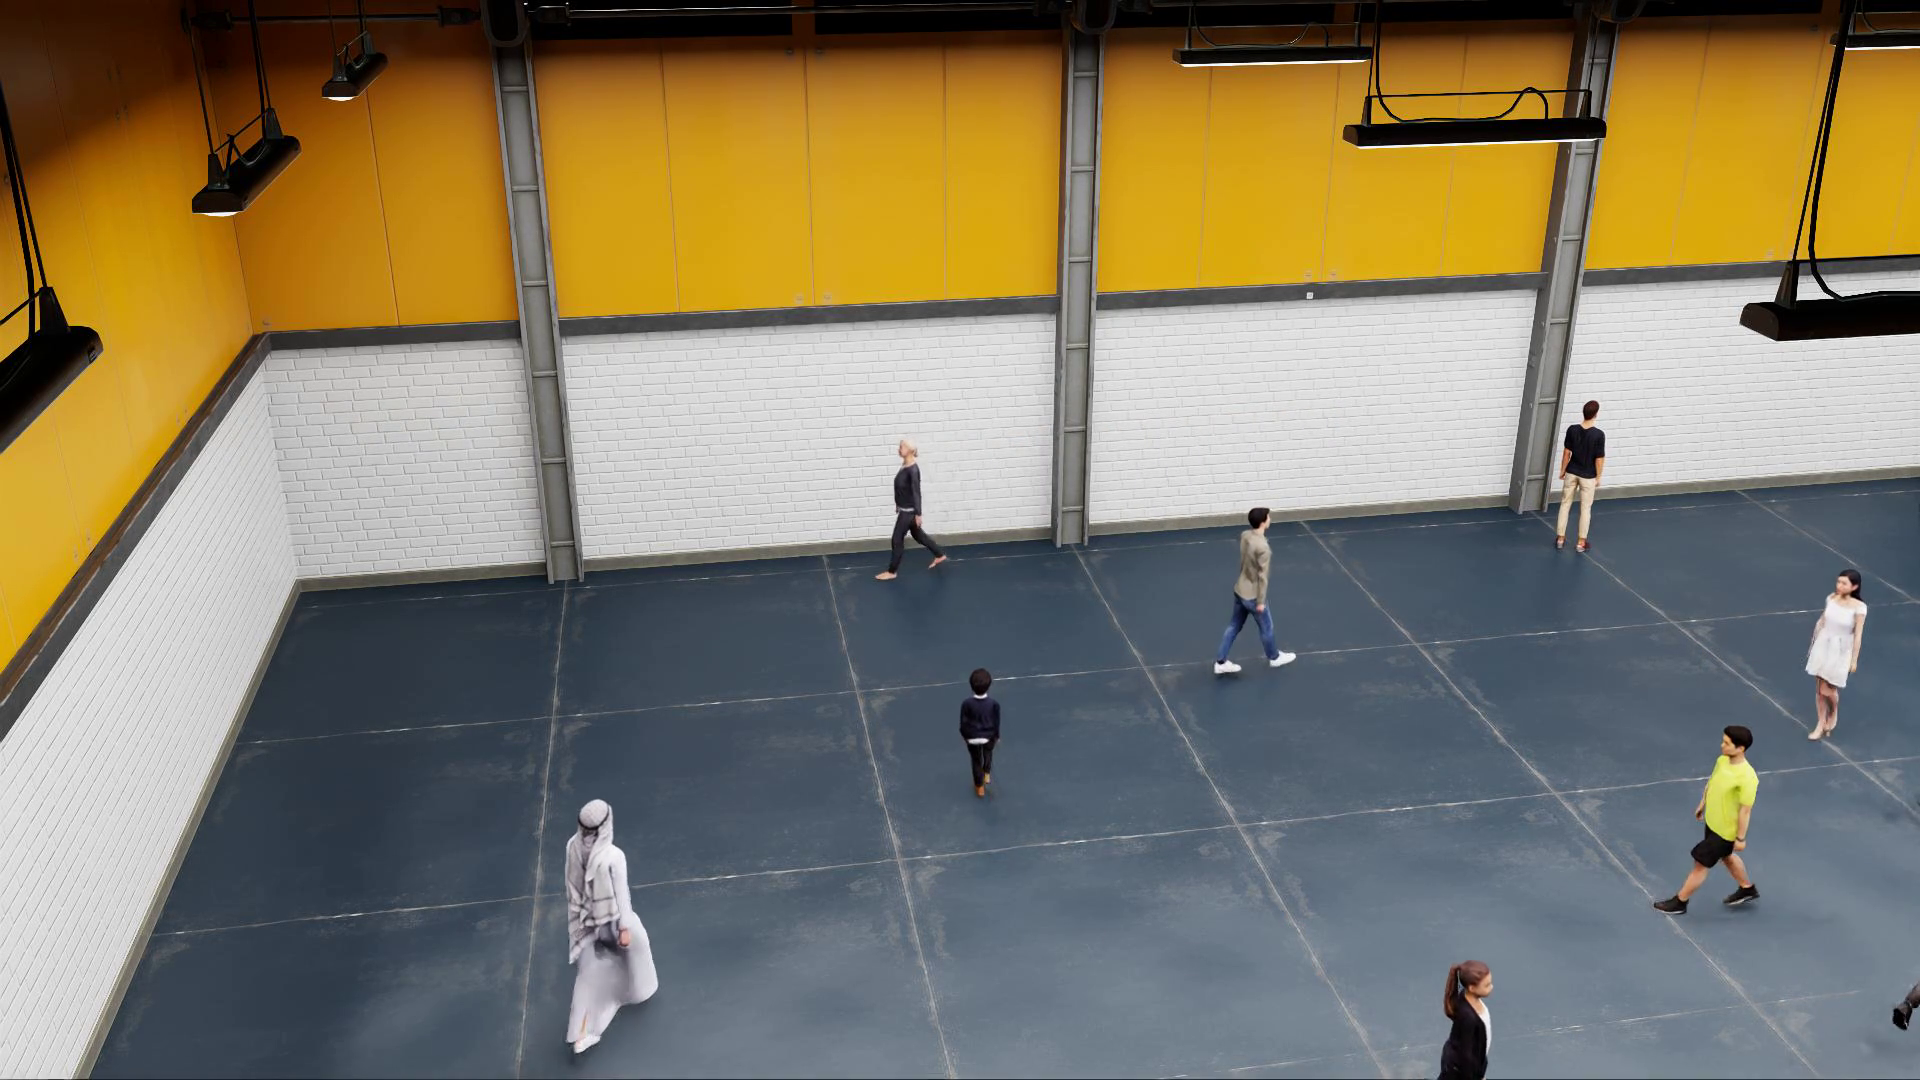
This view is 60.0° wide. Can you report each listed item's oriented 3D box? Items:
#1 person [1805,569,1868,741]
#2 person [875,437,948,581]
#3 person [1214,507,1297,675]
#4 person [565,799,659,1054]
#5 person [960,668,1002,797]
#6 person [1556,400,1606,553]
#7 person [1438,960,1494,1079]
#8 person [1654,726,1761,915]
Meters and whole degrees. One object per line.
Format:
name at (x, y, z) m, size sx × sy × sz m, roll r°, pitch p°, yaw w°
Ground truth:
person at (8.267, 1.080, 15.631) m, size 0.811 × 1.765 × 0.735 m, roll -11°, pitch 26°, yaw -24°
person at (-0.501, -0.374, 19.050) m, size 1.092 × 1.691 × 0.649 m, roll -5°, pitch 24°, yaw -12°
person at (2.857, 0.556, 16.768) m, size 1.189 × 1.814 × 0.848 m, roll -8°, pitch 25°, yaw -18°
person at (-2.571, 2.726, 11.716) m, size 1.276 × 1.885 × 1.173 m, roll 9°, pitch 25°, yaw 19°
person at (0.194, 1.734, 14.820) m, size 0.562 × 1.217 × 0.570 m, roll -3°, pitch 24°, yaw -8°
person at (7.367, -0.768, 19.742) m, size 0.705 × 1.859 × 0.757 m, roll 17°, pitch 29°, yaw 33°
person at (3.151, 3.355, 10.718) m, size 1.120 × 1.531 × 0.880 m, roll 8°, pitch 25°, yaw 17°
person at (6.101, 2.228, 13.124) m, size 1.150 × 1.670 × 0.772 m, roll 0°, pitch 24°, yaw 0°
